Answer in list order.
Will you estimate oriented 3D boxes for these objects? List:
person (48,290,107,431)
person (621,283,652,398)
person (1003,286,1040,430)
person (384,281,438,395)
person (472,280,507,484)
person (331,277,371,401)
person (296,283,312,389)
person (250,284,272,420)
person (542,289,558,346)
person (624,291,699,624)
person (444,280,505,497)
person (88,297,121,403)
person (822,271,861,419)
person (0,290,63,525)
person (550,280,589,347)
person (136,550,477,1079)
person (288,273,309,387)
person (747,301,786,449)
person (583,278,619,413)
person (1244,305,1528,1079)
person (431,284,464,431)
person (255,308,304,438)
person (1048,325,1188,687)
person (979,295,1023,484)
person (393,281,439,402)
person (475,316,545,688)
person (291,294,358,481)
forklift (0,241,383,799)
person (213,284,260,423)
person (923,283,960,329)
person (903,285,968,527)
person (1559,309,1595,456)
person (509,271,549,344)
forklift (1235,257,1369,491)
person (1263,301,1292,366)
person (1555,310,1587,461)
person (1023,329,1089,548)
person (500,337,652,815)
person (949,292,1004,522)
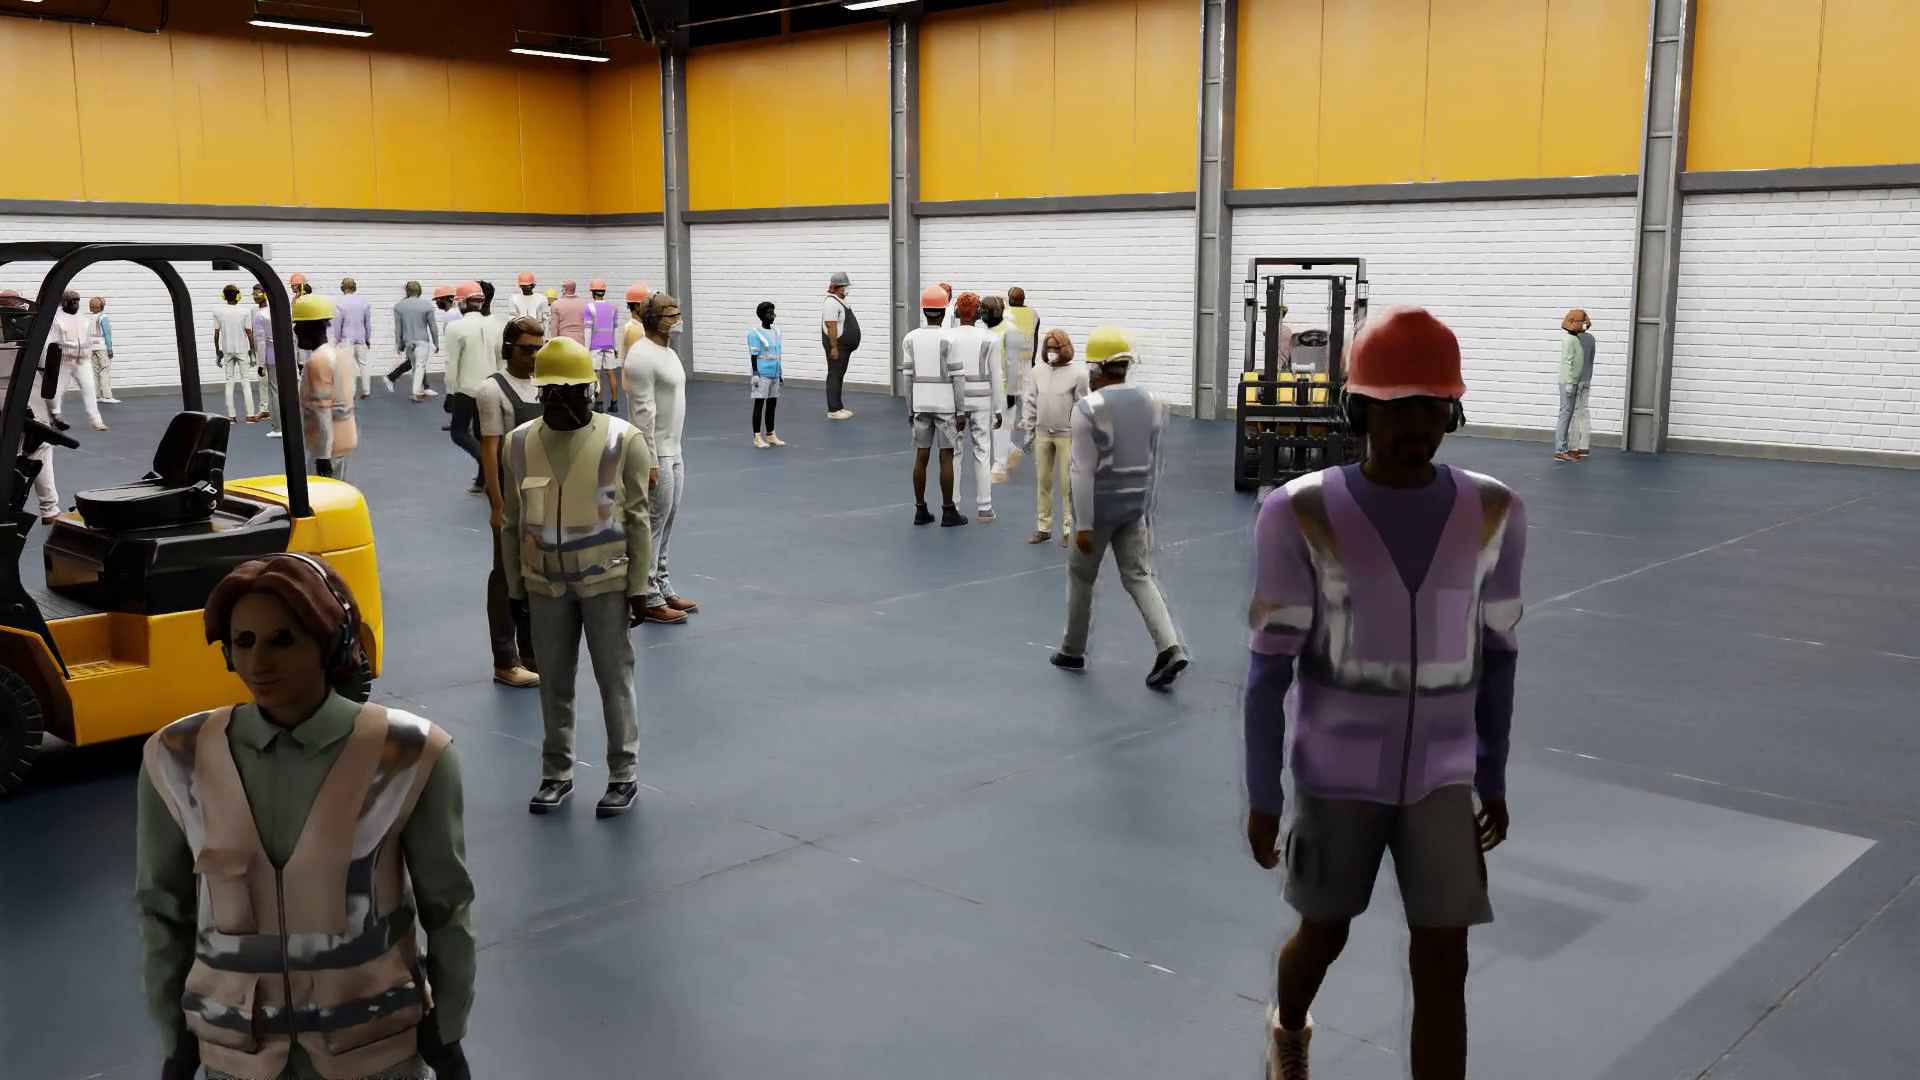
[{"bbox_3d":[-11.427,-2.304,21.369,0.900,1.810,0.628,6,11,34],"label":"person"},{"bbox_3d":[-2.933,-1.389,15.342,0.360,1.936,0.552,-2,9,-12],"label":"person"},{"bbox_3d":[0.720,-2.338,21.449,0.627,1.846,0.429,-6,11,-33],"label":"person"},{"bbox_3d":[-9.050,-3.306,27.273,0.847,1.881,0.623,0,9,2],"label":"person"},{"bbox_3d":[-4.464,-1.471,15.758,0.372,1.966,0.608,-4,10,-21],"label":"person"},{"bbox_3d":[-9.546,-3.148,26.127,0.362,1.938,0.631,9,13,43],"label":"person"},{"bbox_3d":[-10.492,-3.176,26.615,0.868,1.831,0.535,0,9,-3],"label":"person"},{"bbox_3d":[-9.550,-2.579,22.851,0.520,1.871,0.326,3,10,18],"label":"person"},{"bbox_3d":[-6.740,-3.281,27.539,0.294,1.744,0.486,7,12,37],"label":"person"},{"bbox_3d":[-1.765,-0.485,9.802,0.373,1.940,0.628,1,9,4],"label":"person"},{"bbox_3d":[-4.316,-1.348,14.972,0.594,1.974,0.634,6,11,32],"label":"person"},{"bbox_3d":[-13.258,-2.923,25.664,0.524,1.639,0.306,5,11,30],"label":"person"},{"bbox_3d":[-1.645,-2.711,23.135,0.536,2.000,0.684,1,9,7],"label":"person"},{"bbox_3d":[-7.583,-1.062,13.445,0.641,1.905,0.410,-1,9,-7],"label":"person"},{"bbox_3d":[-5.974,-3.038,25.549,0.651,1.906,0.409,-5,11,-29],"label":"person"},{"bbox_3d":[-1.037,0.823,2.689,0.514,1.641,0.315,-1,9,-5],"label":"person"},{"bbox_3d":[-10.869,-3.396,27.473,0.609,1.995,0.376,8,12,40],"label":"person"},{"bbox_3d":[-2.235,-1.908,19.263,0.318,1.696,0.537,6,11,32],"label":"person"},{"bbox_3d":[-5.175,-2.787,23.918,0.552,1.935,0.374,-8,12,-40],"label":"person"},{"bbox_3d":[0.930,0.486,3.666,0.624,2.006,0.947,-1,9,-4],"label":"person"},{"bbox_3d":[-6.271,-2.306,21.141,0.821,1.885,0.565,-1,9,-7],"label":"person"},{"bbox_3d":[-8.353,-2.217,20.446,0.361,1.930,0.587,9,13,43],"label":"person"},{"bbox_3d":[0.791,-0.167,8.289,0.595,1.804,0.876,-6,11,-33],"label":"person"},{"bbox_3d":[0.398,-1.461,16.143,0.546,1.830,0.640,-7,11,-35],"label":"person"},{"bbox_3d":[-8.488,-3.098,25.981,0.646,1.894,0.990,1,9,4],"label":"person"},{"bbox_3d":[-2.188,-0.196,8.330,0.344,1.840,0.507,3,10,20],"label":"person"},{"bbox_3d":[-4.099,-0.615,10.684,0.419,1.908,0.607,-2,9,-11],"label":"person"},{"bbox_3d":[-3.706,-0.171,7.093,1.214,2.155,2.313,9,13,43],"label":"forklift"},{"bbox_3d":[-9.728,-2.491,22.322,0.521,1.869,0.334,-1,9,-7],"label":"person"},{"bbox_3d":[-0.204,-2.483,22.207,0.573,1.886,0.354,2,9,12],"label":"person"},{"bbox_3d":[-0.192,-1.074,13.397,0.542,1.943,0.348,5,10,27],"label":"person"},{"bbox_3d":[6.790,-1.722,18.319,0.507,1.631,0.267,-7,11,-36],"label":"person"},{"bbox_3d":[-6.741,-3.179,26.033,0.613,2.029,0.403,-1,9,-8],"label":"person"},{"bbox_3d":[3.309,-1.629,16.029,1.214,2.155,2.313,2,9,11],"label":"forklift"},{"bbox_3d":[3.442,-1.765,18.173,0.331,1.767,0.527,8,12,39],"label":"person"},{"bbox_3d":[6.630,-1.675,18.029,0.279,1.633,0.500,5,10,27],"label":"person"},{"bbox_3d":[0.715,-0.747,12.431,0.508,1.631,0.426,5,11,29],"label":"person"},{"bbox_3d":[-1.456,0.145,6.308,0.586,1.824,0.404,1,9,5],"label":"person"},{"bbox_3d":[0.065,-1.084,13.638,0.585,1.882,0.340,1,9,7],"label":"person"}]
